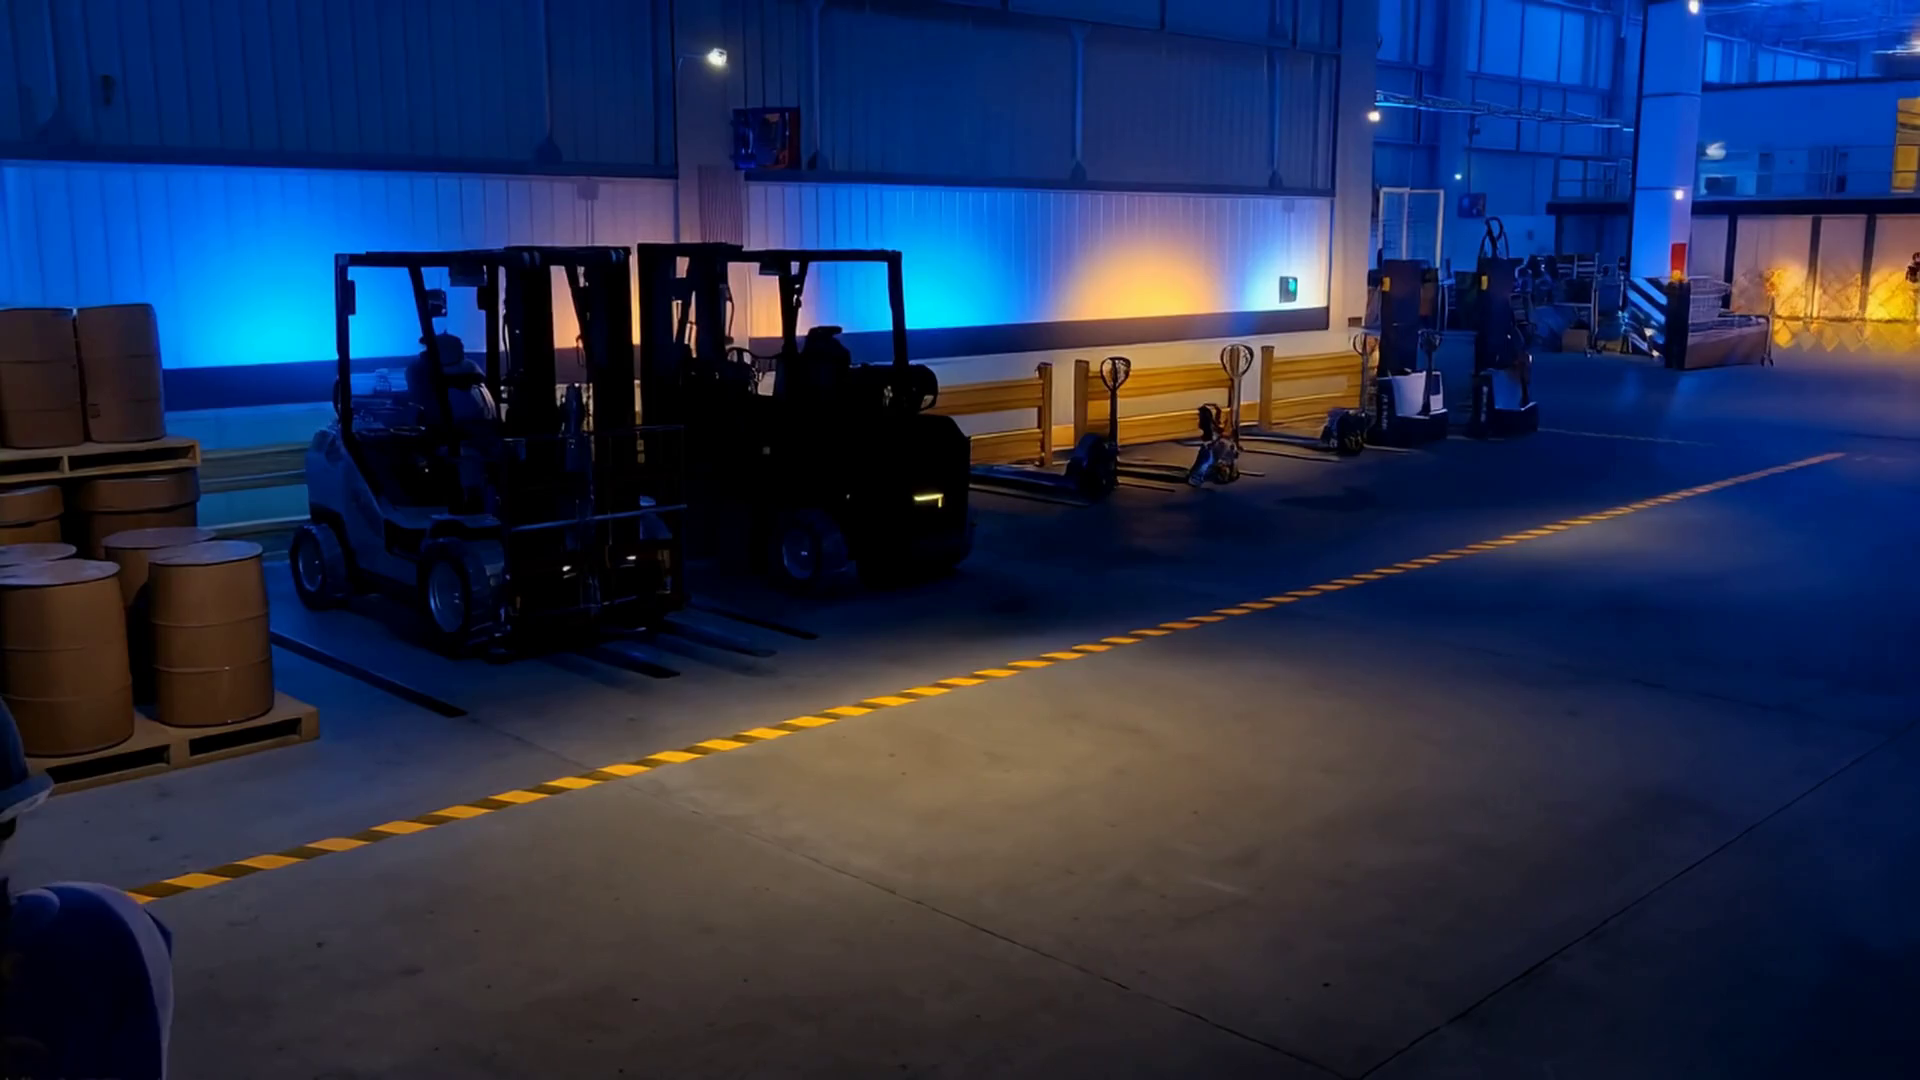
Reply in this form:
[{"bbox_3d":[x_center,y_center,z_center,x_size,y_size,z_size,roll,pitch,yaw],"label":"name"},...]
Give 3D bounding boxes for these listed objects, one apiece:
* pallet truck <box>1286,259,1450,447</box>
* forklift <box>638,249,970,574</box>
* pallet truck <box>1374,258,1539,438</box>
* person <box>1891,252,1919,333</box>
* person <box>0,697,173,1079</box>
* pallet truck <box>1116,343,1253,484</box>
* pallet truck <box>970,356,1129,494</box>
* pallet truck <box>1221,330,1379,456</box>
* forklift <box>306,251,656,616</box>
[{"bbox_3d":[4.493,-2.078,18.196,0.823,1.965,1.885,-9,14,-40],"label":"pallet truck"},{"bbox_3d":[-1.173,-0.958,11.239,2.680,1.987,1.157,10,14,43],"label":"forklift"},{"bbox_3d":[5.704,-2.208,18.901,1.885,1.965,0.823,10,14,43],"label":"pallet truck"},{"bbox_3d":[21.942,-5.717,38.419,0.634,1.865,0.456,5,12,27],"label":"person"},{"bbox_3d":[-1.059,1.008,1.810,0.404,1.835,0.587,0,10,-2],"label":"person"},{"bbox_3d":[1.962,-1.215,15.415,1.522,1.261,0.704,10,14,43],"label":"pallet truck"},{"bbox_3d":[0.784,-1.085,14.876,0.680,1.201,1.601,-10,14,-44],"label":"pallet truck"},{"bbox_3d":[3.563,-1.581,17.381,0.653,1.274,1.630,-10,14,-44],"label":"pallet truck"},{"bbox_3d":[-2.833,-0.669,9.694,1.157,1.987,2.680,-10,14,-44],"label":"forklift"}]
